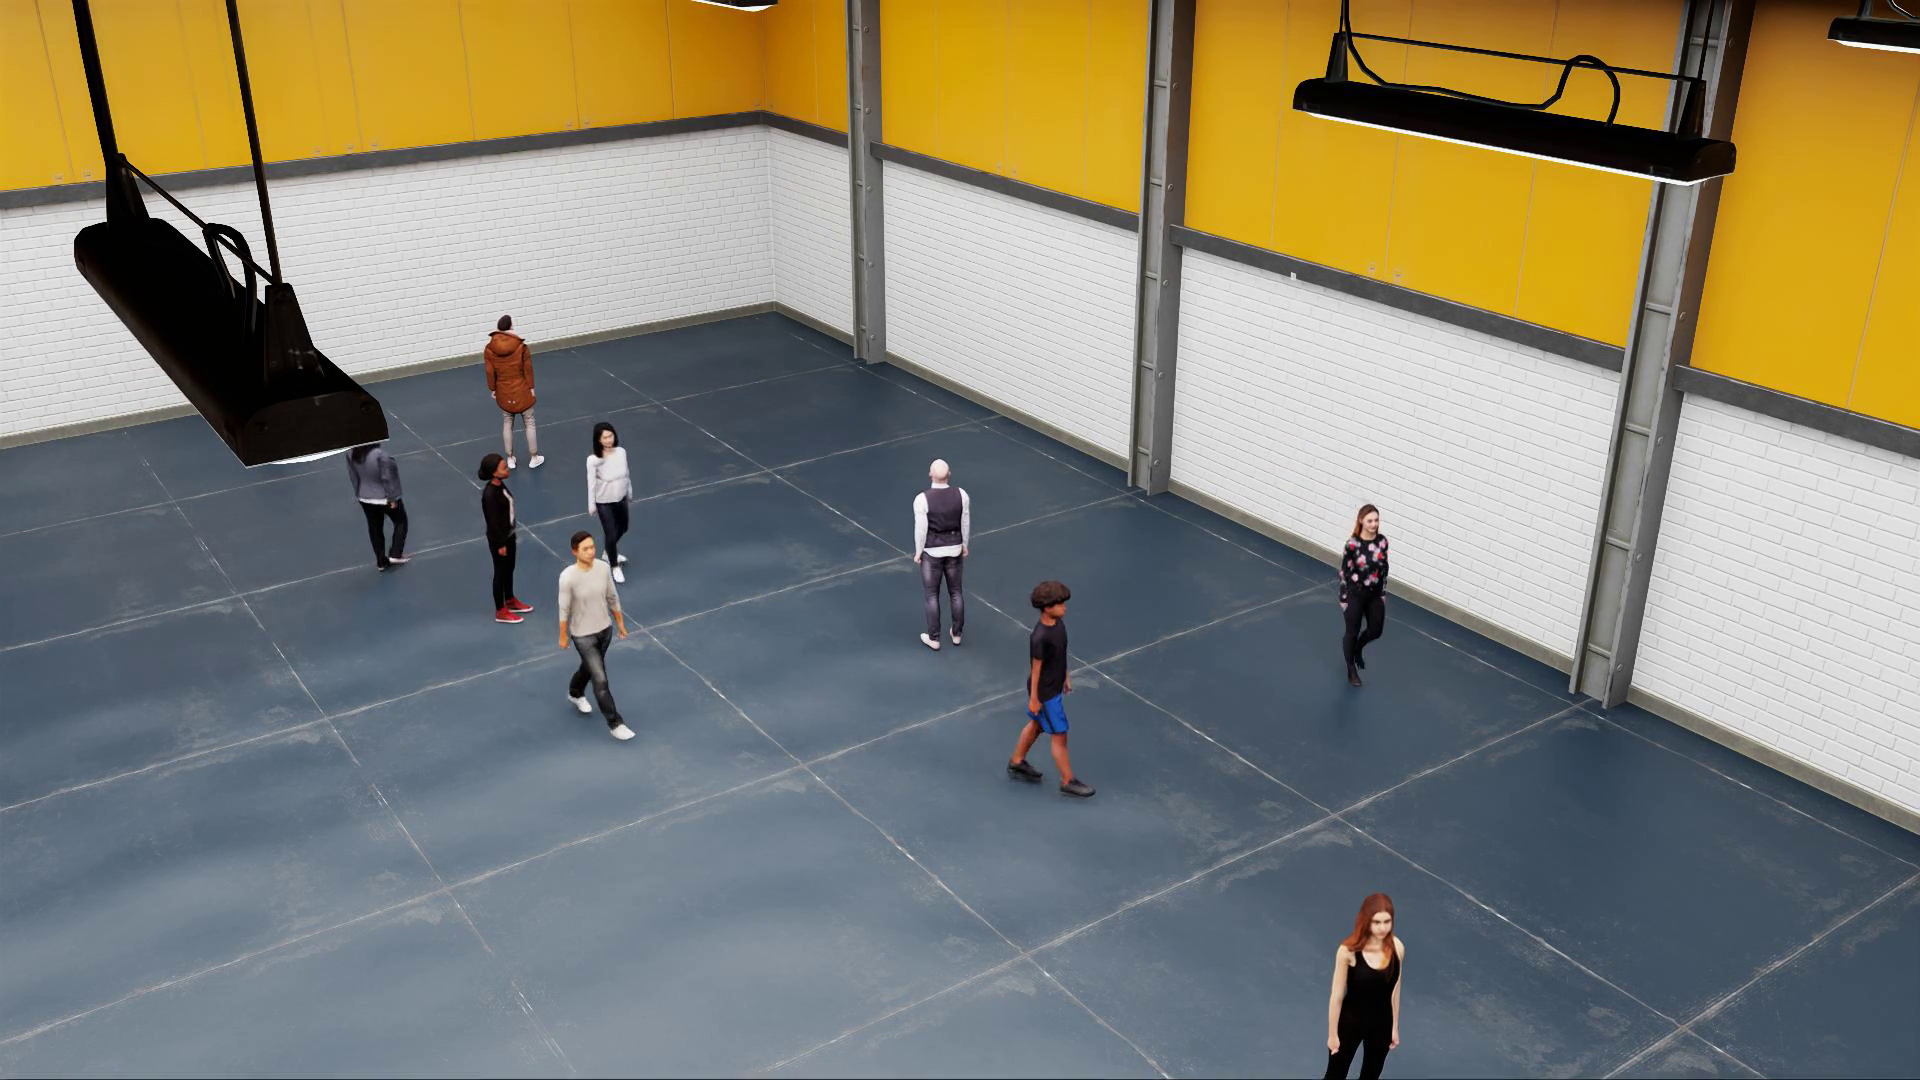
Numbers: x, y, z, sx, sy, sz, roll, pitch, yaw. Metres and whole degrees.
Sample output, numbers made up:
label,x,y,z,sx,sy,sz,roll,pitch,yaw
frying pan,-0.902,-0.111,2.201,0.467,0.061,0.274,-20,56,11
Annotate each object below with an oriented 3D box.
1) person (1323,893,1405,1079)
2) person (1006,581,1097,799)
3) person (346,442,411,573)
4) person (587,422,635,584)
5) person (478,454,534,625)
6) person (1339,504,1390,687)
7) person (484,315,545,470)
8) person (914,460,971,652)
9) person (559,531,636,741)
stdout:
label,x,y,z,sx,sy,sz,roll,pitch,yaw
person,2.263,2.720,9.352,0.644,1.726,0.641,-4,24,-9
person,0.607,1.132,12.932,1.102,1.767,0.957,9,25,20
person,-5.875,-0.415,16.694,0.795,1.590,0.871,7,25,16
person,-3.491,-0.400,16.556,0.863,1.672,0.790,16,28,32
person,-4.340,-0.027,15.704,0.740,1.673,0.661,2,24,3
person,3.513,0.443,14.619,0.726,1.679,0.788,-4,24,-10
person,-5.196,-1.726,19.382,0.850,1.839,0.890,0,24,0
person,-0.169,0.126,15.166,0.744,1.823,0.680,-9,25,-19
person,-3.121,0.740,13.832,1.259,1.766,0.856,20,31,38
